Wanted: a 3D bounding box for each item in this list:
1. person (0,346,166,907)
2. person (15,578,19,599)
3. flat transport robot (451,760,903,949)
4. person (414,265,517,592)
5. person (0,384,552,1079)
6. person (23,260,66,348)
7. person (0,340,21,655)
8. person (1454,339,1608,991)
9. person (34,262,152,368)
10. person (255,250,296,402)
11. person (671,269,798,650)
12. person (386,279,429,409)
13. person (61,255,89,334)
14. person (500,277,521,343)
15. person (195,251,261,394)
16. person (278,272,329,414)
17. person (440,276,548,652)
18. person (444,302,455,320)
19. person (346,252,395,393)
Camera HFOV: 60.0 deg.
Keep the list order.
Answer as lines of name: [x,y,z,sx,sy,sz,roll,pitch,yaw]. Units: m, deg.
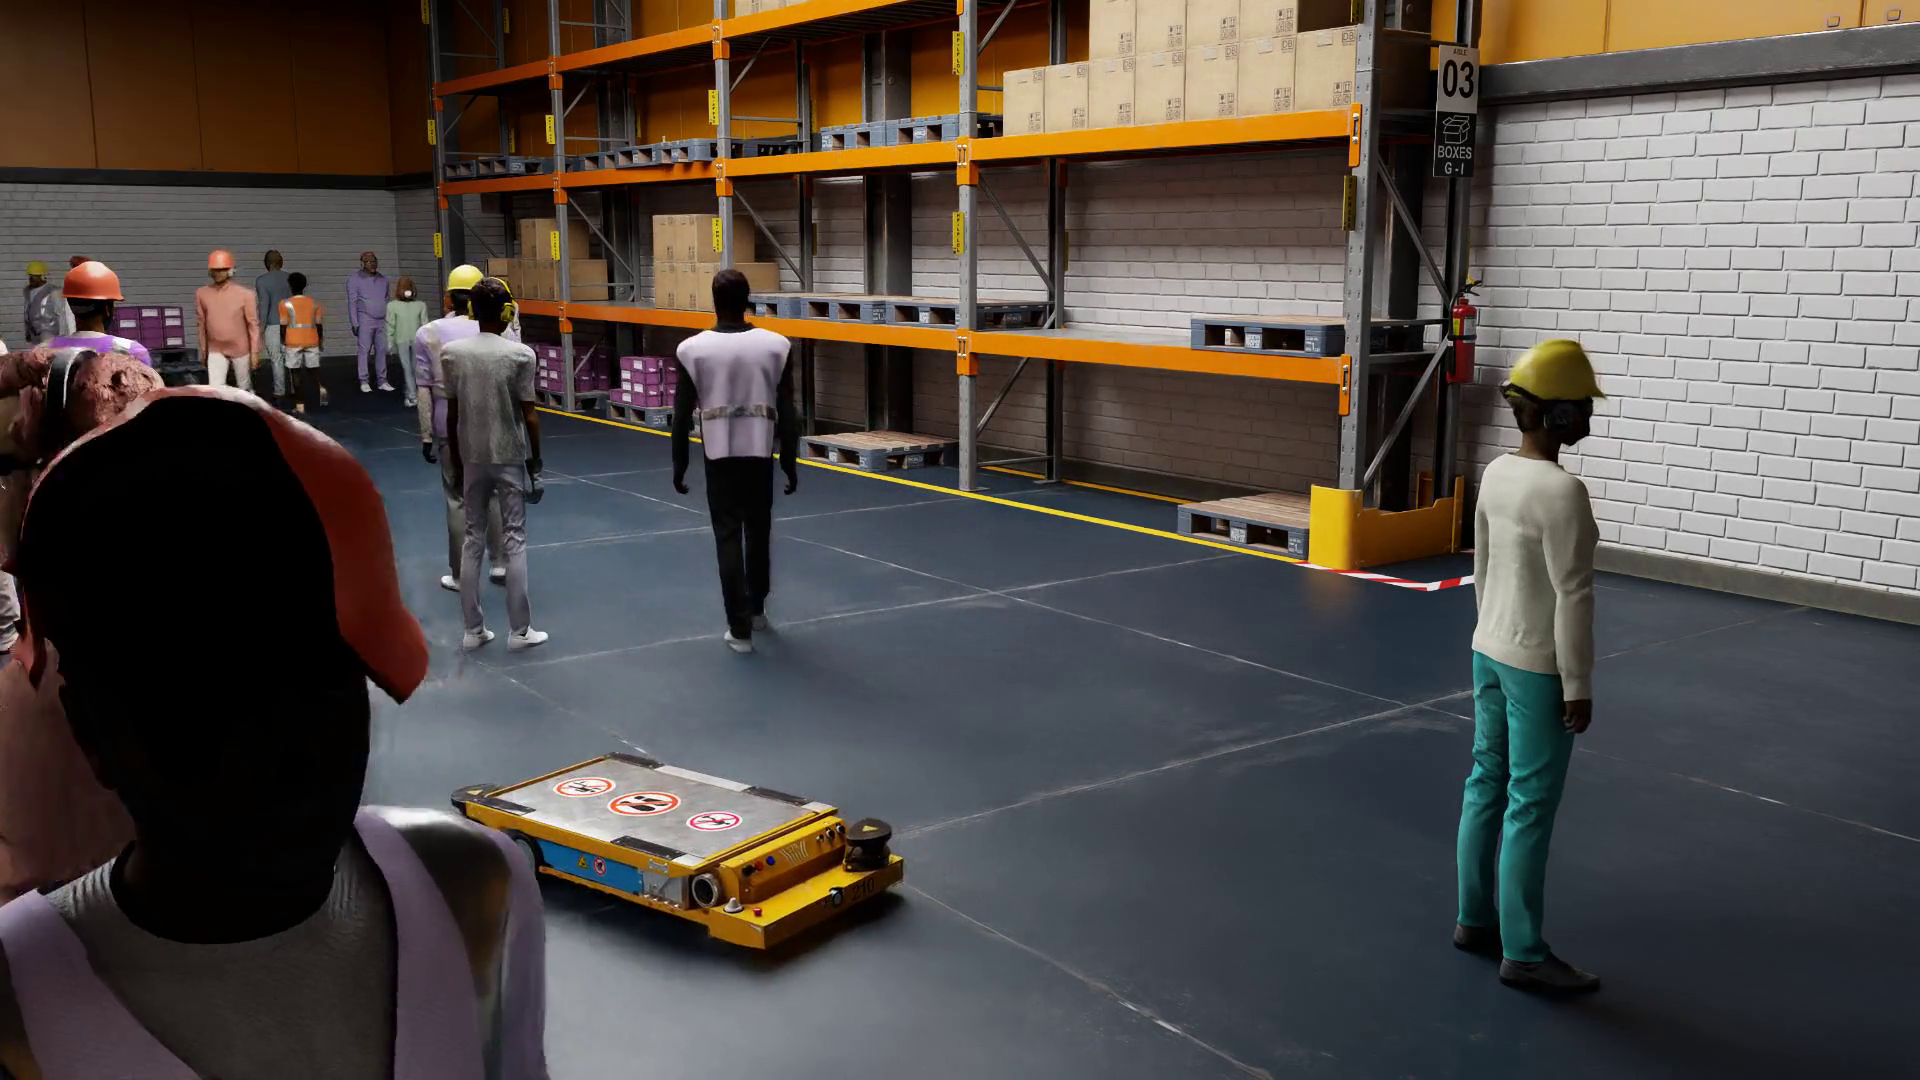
person: [-1.055,0.693,2.218,0.449,1.895,0.644,-1,10,-7]
person: [-5.599,-0.474,9.211,0.842,1.736,0.536,-3,11,-15]
flat transport robot: [-0.945,0.949,5.332,1.431,0.197,0.652,7,12,35]
person: [-2.877,-0.652,9.773,0.585,1.890,0.561,-4,11,-21]
person: [-0.486,0.852,1.235,0.382,1.929,0.563,7,12,35]
person: [-12.041,-2.781,21.944,0.614,1.798,0.720,4,11,23]
person: [-4.900,-0.370,8.128,0.643,1.913,0.410,-2,10,-13]
person: [1.577,0.338,4.562,0.308,1.770,0.522,-2,10,-10]
person: [-3.997,-0.322,7.780,0.553,1.935,0.362,-1,10,-5]
person: [-8.698,-2.726,21.245,0.355,1.938,0.636,5,11,27]
person: [-1.167,-0.427,8.517,0.620,1.880,0.881,-3,11,-16]
person: [-6.727,-2.401,20.381,0.519,1.580,0.842,-8,13,-36]
person: [-10.411,-2.435,19.768,0.338,1.882,0.580,0,10,0]
person: [-5.406,-2.280,19.627,0.497,1.629,0.276,-9,14,-42]
person: [-7.306,-1.897,16.582,0.644,1.937,1.045,-1,10,-5]
person: [-7.781,-2.322,19.710,0.471,1.685,0.537,9,14,42]
person: [-2.309,-0.368,8.267,0.503,1.860,0.311,1,10,5]
person: [-4.798,-1.666,16.165,0.285,1.631,0.501,4,11,23]
person: [-8.009,-2.969,22.695,0.408,1.906,0.654,8,13,37]
